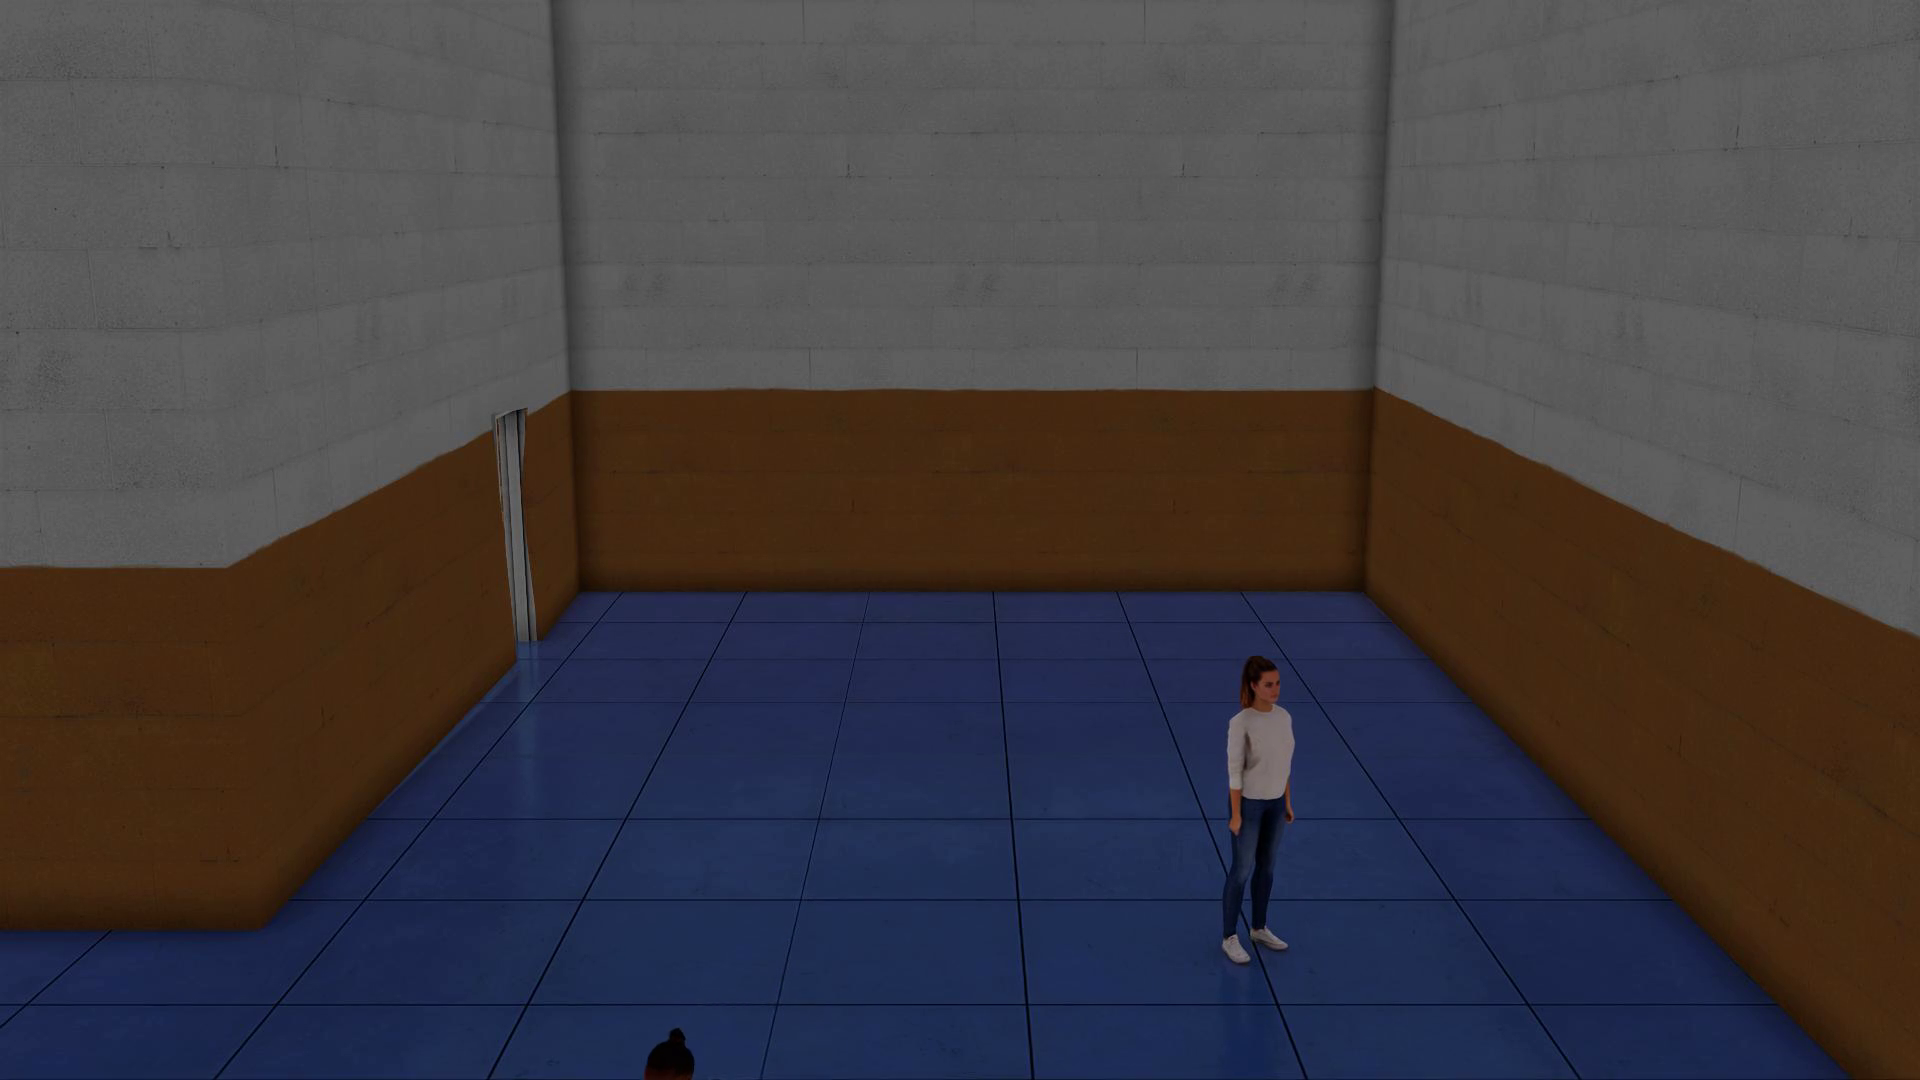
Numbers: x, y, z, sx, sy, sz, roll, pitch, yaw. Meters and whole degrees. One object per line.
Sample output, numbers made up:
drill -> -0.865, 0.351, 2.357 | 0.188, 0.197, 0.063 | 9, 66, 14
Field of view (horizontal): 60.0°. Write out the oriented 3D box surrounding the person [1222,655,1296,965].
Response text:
person -> 1.665, 1.493, 9.328 | 0.646, 1.719, 0.750 | -8, 14, -32
